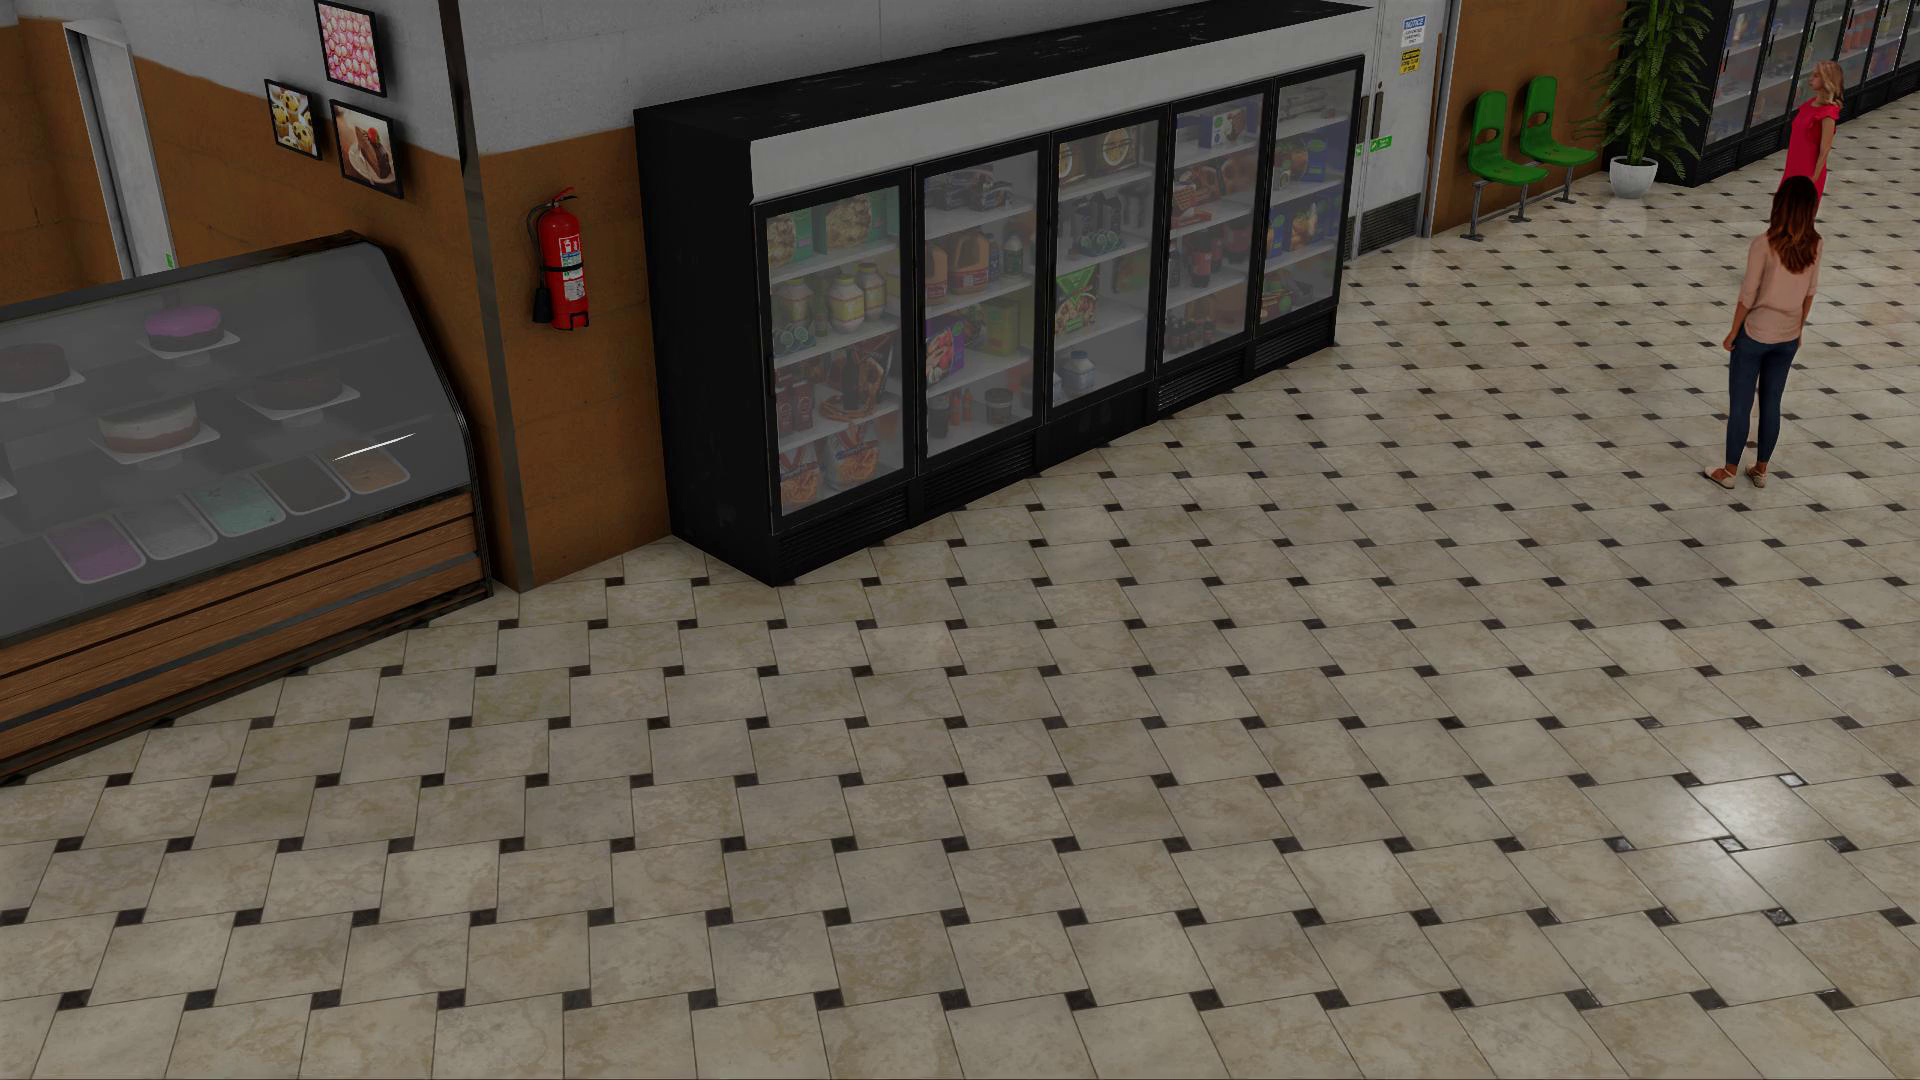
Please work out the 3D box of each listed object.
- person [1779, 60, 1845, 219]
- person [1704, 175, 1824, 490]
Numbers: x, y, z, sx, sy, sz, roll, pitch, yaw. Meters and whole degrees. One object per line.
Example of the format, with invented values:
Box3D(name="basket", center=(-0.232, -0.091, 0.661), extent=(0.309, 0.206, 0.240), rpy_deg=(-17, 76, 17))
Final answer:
Box3D(name="person", center=(6.366, -2.737, 12.515), extent=(0.719, 1.728, 0.663), rpy_deg=(1, 27, 1))
Box3D(name="person", center=(4.517, -1.143, 9.304), extent=(0.673, 1.790, 0.720), rpy_deg=(-2, 27, -3))
